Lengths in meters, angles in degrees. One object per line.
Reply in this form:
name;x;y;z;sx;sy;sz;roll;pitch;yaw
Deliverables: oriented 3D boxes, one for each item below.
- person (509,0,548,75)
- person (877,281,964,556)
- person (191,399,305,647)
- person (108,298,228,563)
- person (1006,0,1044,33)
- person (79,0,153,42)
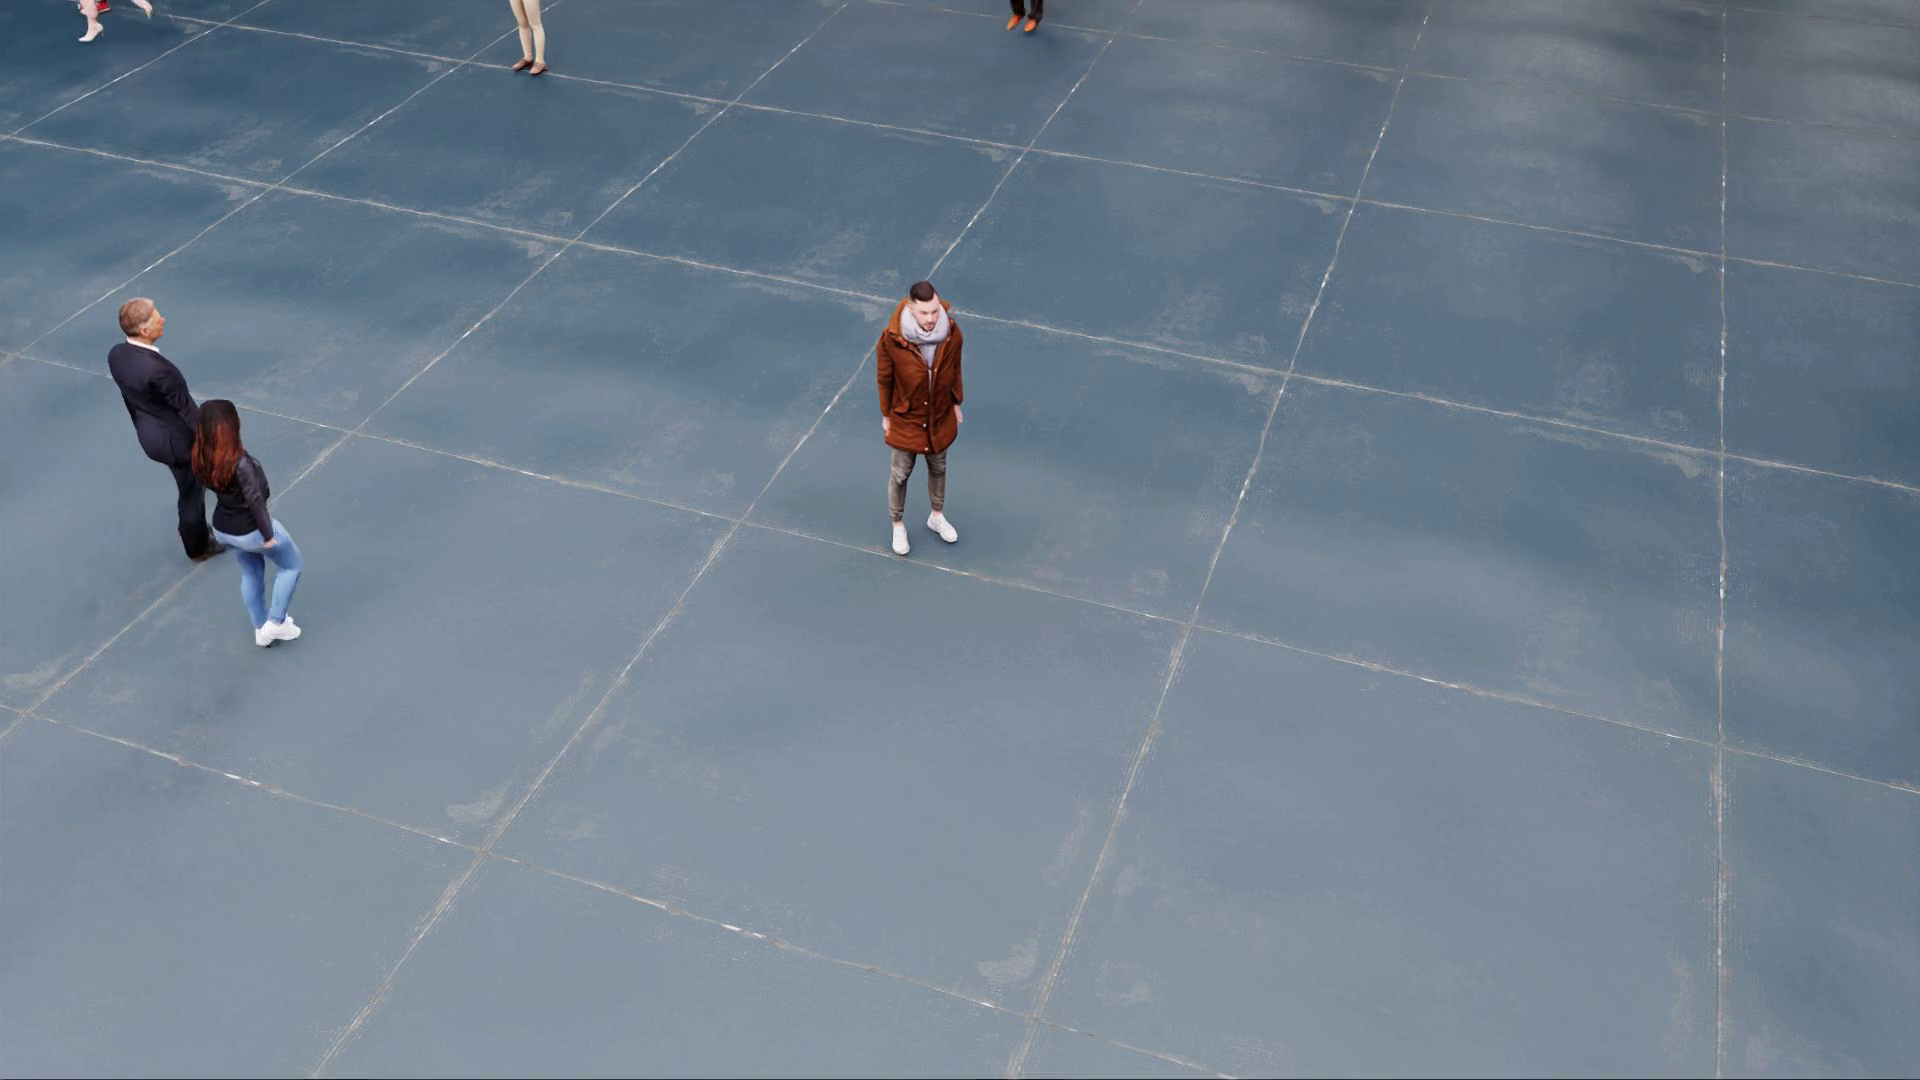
person;-4.263;-5.433;16.261;0.650;1.653;0.581;13;40;16
person;-0.244;-0.759;10.135;0.855;1.841;0.909;-14;40;-17
person;-4.077;-0.030;9.383;0.686;1.620;0.620;17;41;20
person;-4.811;-0.599;9.967;0.773;1.796;0.766;28;46;31
person;0.753;-6.168;17.085;0.730;1.796;0.648;17;41;20
person;-8.772;-5.927;16.798;1.074;1.771;1.034;-13;40;-17
